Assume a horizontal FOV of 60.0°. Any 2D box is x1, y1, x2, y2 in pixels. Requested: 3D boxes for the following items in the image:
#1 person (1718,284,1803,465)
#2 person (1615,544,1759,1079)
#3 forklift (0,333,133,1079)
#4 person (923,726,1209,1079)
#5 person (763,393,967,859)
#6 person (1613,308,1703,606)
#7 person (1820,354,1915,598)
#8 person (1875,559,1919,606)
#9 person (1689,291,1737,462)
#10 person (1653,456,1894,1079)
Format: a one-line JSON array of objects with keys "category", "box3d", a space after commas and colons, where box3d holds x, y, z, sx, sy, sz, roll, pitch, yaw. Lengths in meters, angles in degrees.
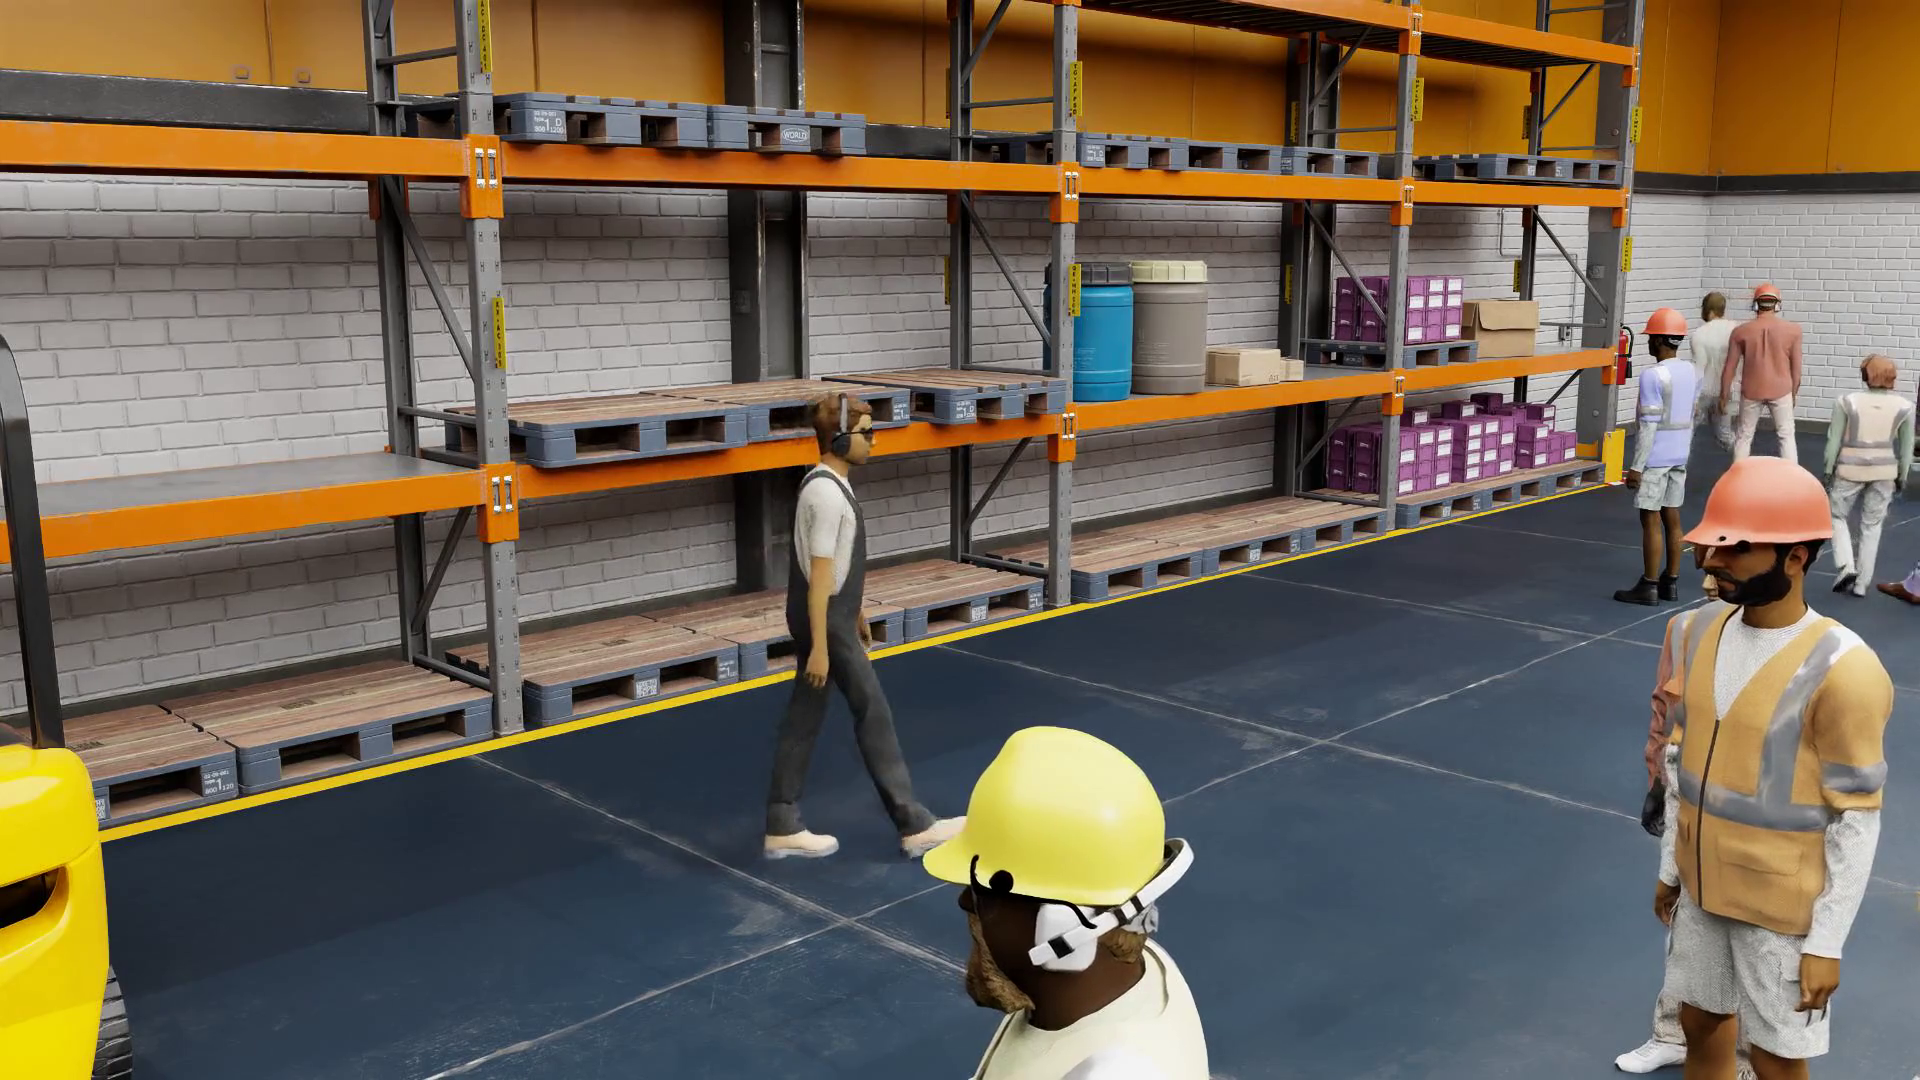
[{"category": "person", "box3d": [7.294, -1.310, 15.002, 0.816, 1.965, 0.596, 5, 12, 26]}, {"category": "person", "box3d": [2.100, 0.766, 4.566, 0.311, 1.638, 0.523, -5, 12, -26]}, {"category": "forklift", "box3d": [-3.289, 0.485, 4.582, 1.214, 2.155, 2.313, -10, 14, -44]}, {"category": "person", "box3d": [0.121, 1.122, 2.092, 0.403, 1.833, 0.586, 1, 10, 3]}, {"category": "person", "box3d": [-0.366, 0.345, 6.386, 0.894, 1.806, 0.548, -2, 11, -10]}, {"category": "person", "box3d": [4.549, -0.536, 10.850, 0.542, 1.939, 0.359, -7, 13, -34]}, {"category": "person", "box3d": [6.011, -0.421, 11.049, 0.545, 1.625, 0.362, 3, 11, 14]}, {"category": "person", "box3d": [6.231, -0.423, 10.434, 0.656, 1.858, 0.947, -10, 14, -43]}, {"category": "person", "box3d": [7.011, -1.368, 15.511, 0.632, 1.901, 0.959, -4, 11, -23]}, {"category": "person", "box3d": [1.740, 0.775, 3.701, 0.379, 1.937, 0.548, -3, 11, -16]}]
